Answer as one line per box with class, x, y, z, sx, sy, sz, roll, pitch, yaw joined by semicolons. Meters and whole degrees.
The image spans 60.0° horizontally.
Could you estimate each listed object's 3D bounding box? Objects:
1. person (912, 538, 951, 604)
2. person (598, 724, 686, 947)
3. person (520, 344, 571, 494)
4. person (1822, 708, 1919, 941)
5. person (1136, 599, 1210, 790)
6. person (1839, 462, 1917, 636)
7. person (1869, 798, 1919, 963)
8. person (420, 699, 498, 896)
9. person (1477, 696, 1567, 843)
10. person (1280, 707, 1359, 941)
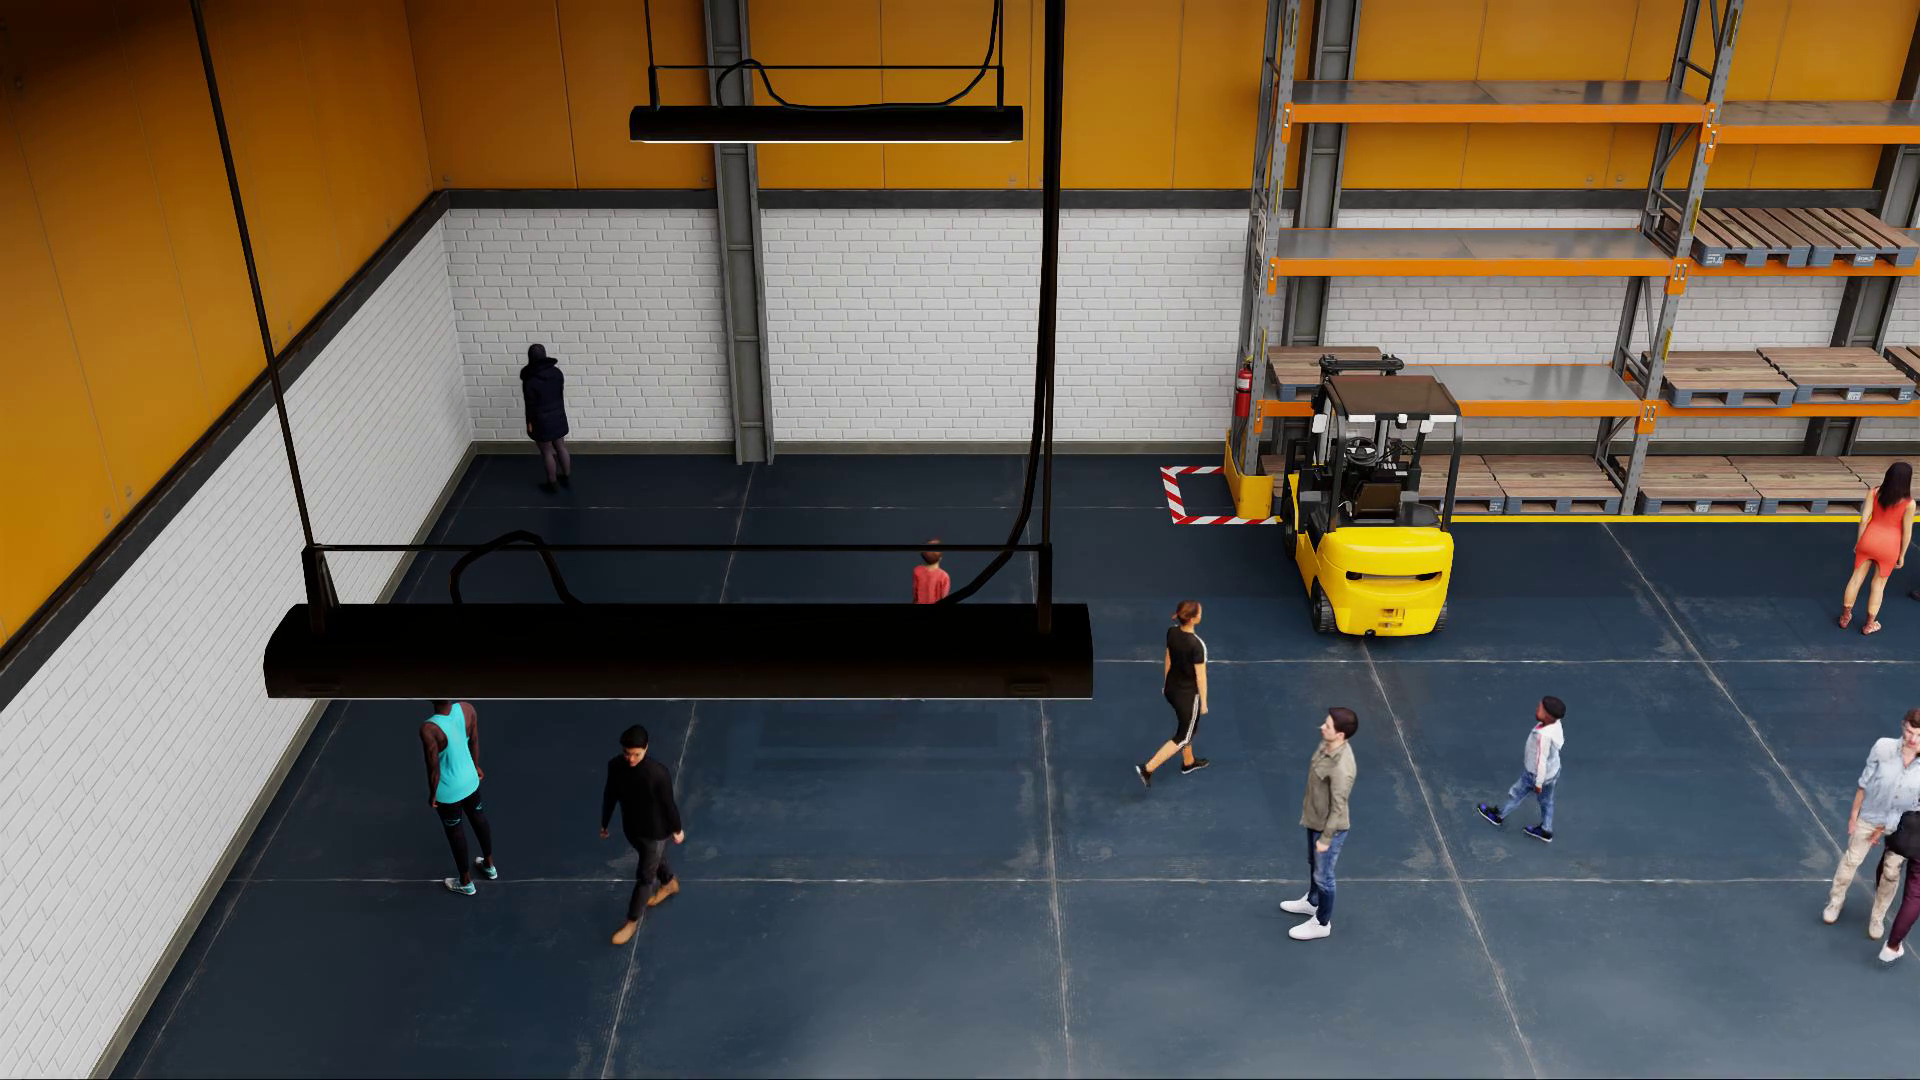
person;-0.280;0.663;14.333;0.938;1.383;0.806;11;30;19
person;-2.156;1.950;11.659;1.098;1.684;1.092;19;34;31
person;-4.380;-1.302;17.631;0.837;1.674;0.795;20;35;33
person;6.437;1.932;11.525;0.676;1.843;0.785;18;33;29
person;1.695;1.229;13.021;1.078;1.646;0.868;-14;32;-24
person;8.330;0.067;15.074;0.659;1.719;0.728;23;36;36
person;6.541;2.076;11.381;1.150;1.729;1.167;22;36;35
person;-3.601;1.742;11.907;0.700;1.811;0.674;19;34;31
person;4.419;1.742;12.506;0.859;1.237;0.782;23;36;36
person;2.539;1.939;11.489;0.564;1.866;0.688;0;29;0
